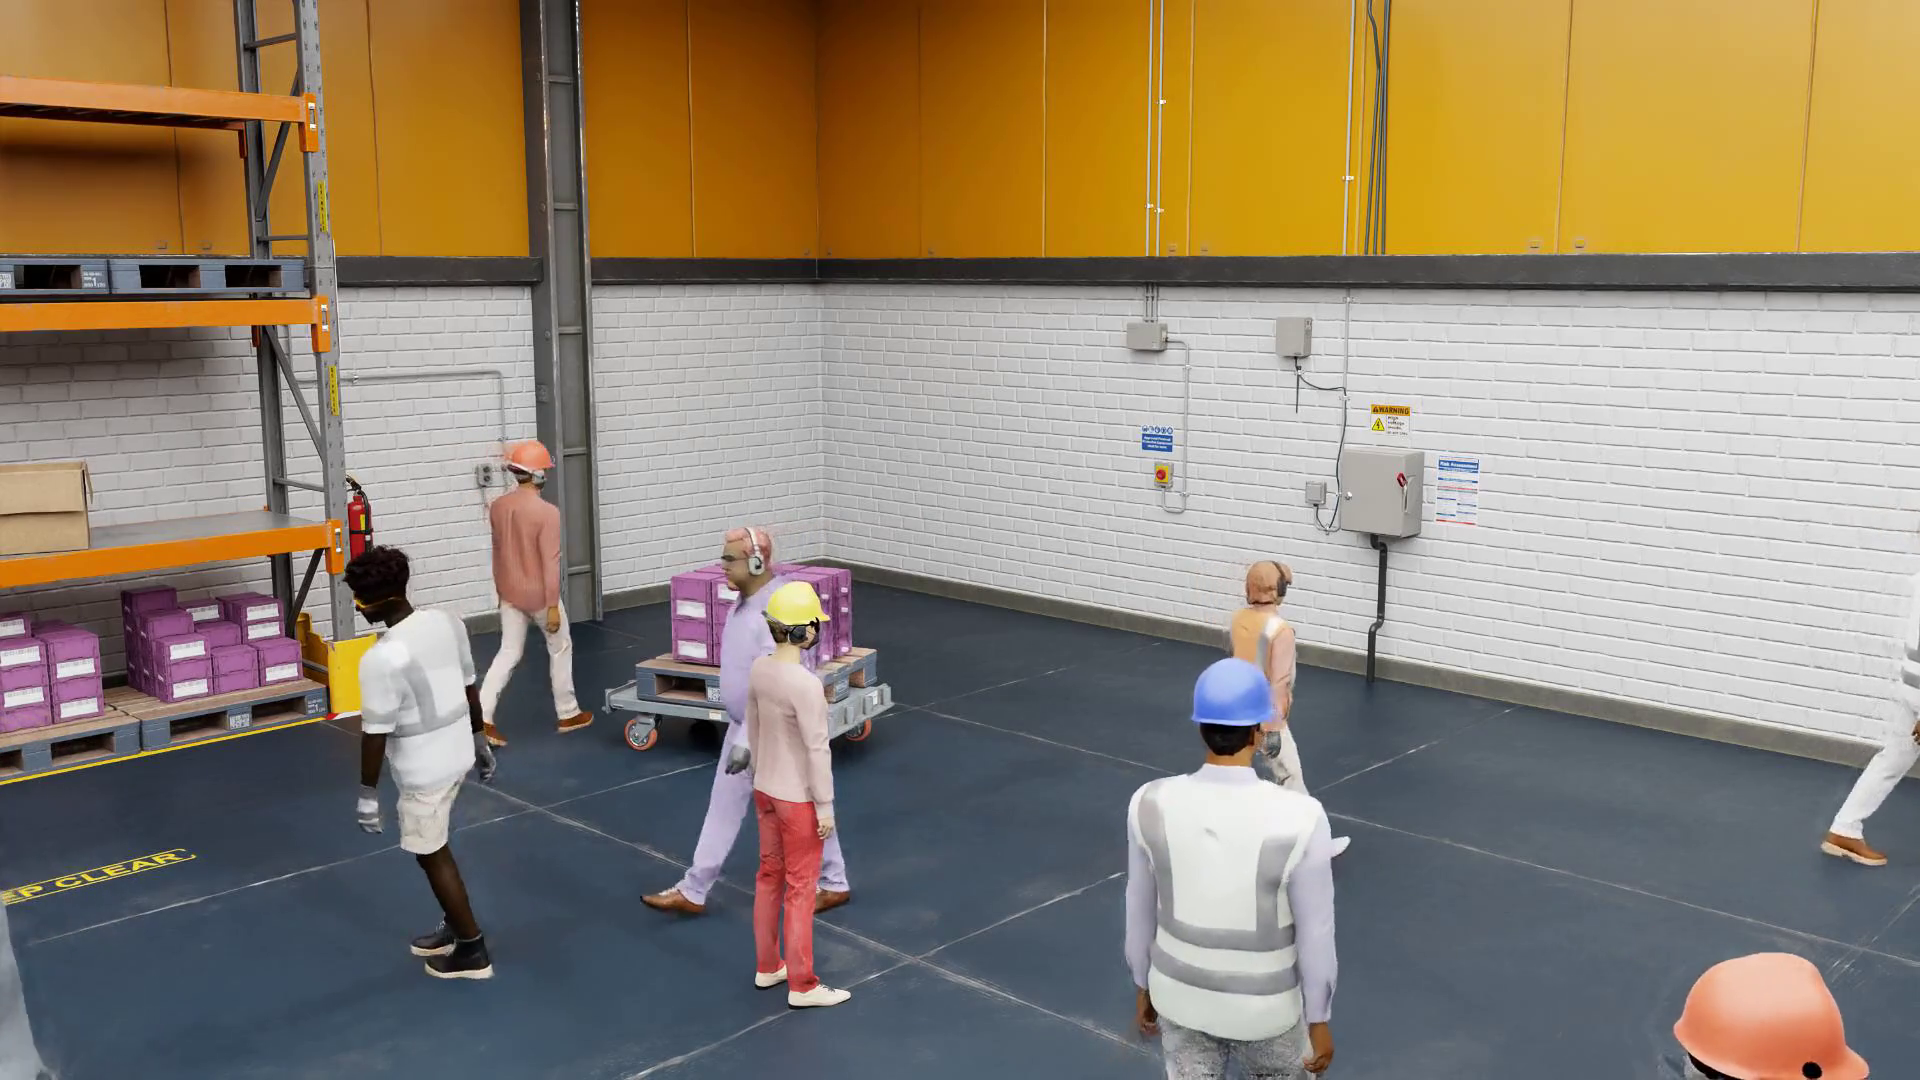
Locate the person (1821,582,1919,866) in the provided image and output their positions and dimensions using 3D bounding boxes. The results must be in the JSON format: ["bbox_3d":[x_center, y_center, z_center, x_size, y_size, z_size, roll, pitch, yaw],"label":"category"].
[{"bbox_3d":[4.870,0.783,8.266,1.006,1.835,0.593,4,10,21],"label":"person"}]

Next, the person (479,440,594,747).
[{"bbox_3d":[-2.785,0.339,10.621,0.623,1.958,0.973,5,11,30],"label":"person"}]

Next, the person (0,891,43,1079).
[{"bbox_3d":[-2.646,1.424,4.173,1.032,1.876,0.629,-7,11,-36],"label":"person"}]

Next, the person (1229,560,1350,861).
[{"bbox_3d":[1.545,0.894,8.285,0.866,1.586,0.535,-4,10,-24],"label":"person"}]

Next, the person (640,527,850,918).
[{"bbox_3d":[-0.963,0.867,7.687,0.986,1.854,0.652,-6,11,-31],"label":"person"}]

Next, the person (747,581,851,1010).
[{"bbox_3d":[-0.678,1.044,6.867,0.311,1.768,0.533,-7,12,-37],"label":"person"}]

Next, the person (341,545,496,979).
[{"bbox_3d":[-2.238,0.944,6.983,0.430,1.922,0.682,2,9,10],"label":"person"}]

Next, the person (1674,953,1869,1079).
[{"bbox_3d":[1.300,1.623,2.957,0.980,1.892,0.547,-1,9,-7],"label":"person"}]

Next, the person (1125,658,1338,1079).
[{"bbox_3d":[0.779,1.296,4.800,0.636,1.929,0.437,5,10,26],"label":"person"}]
